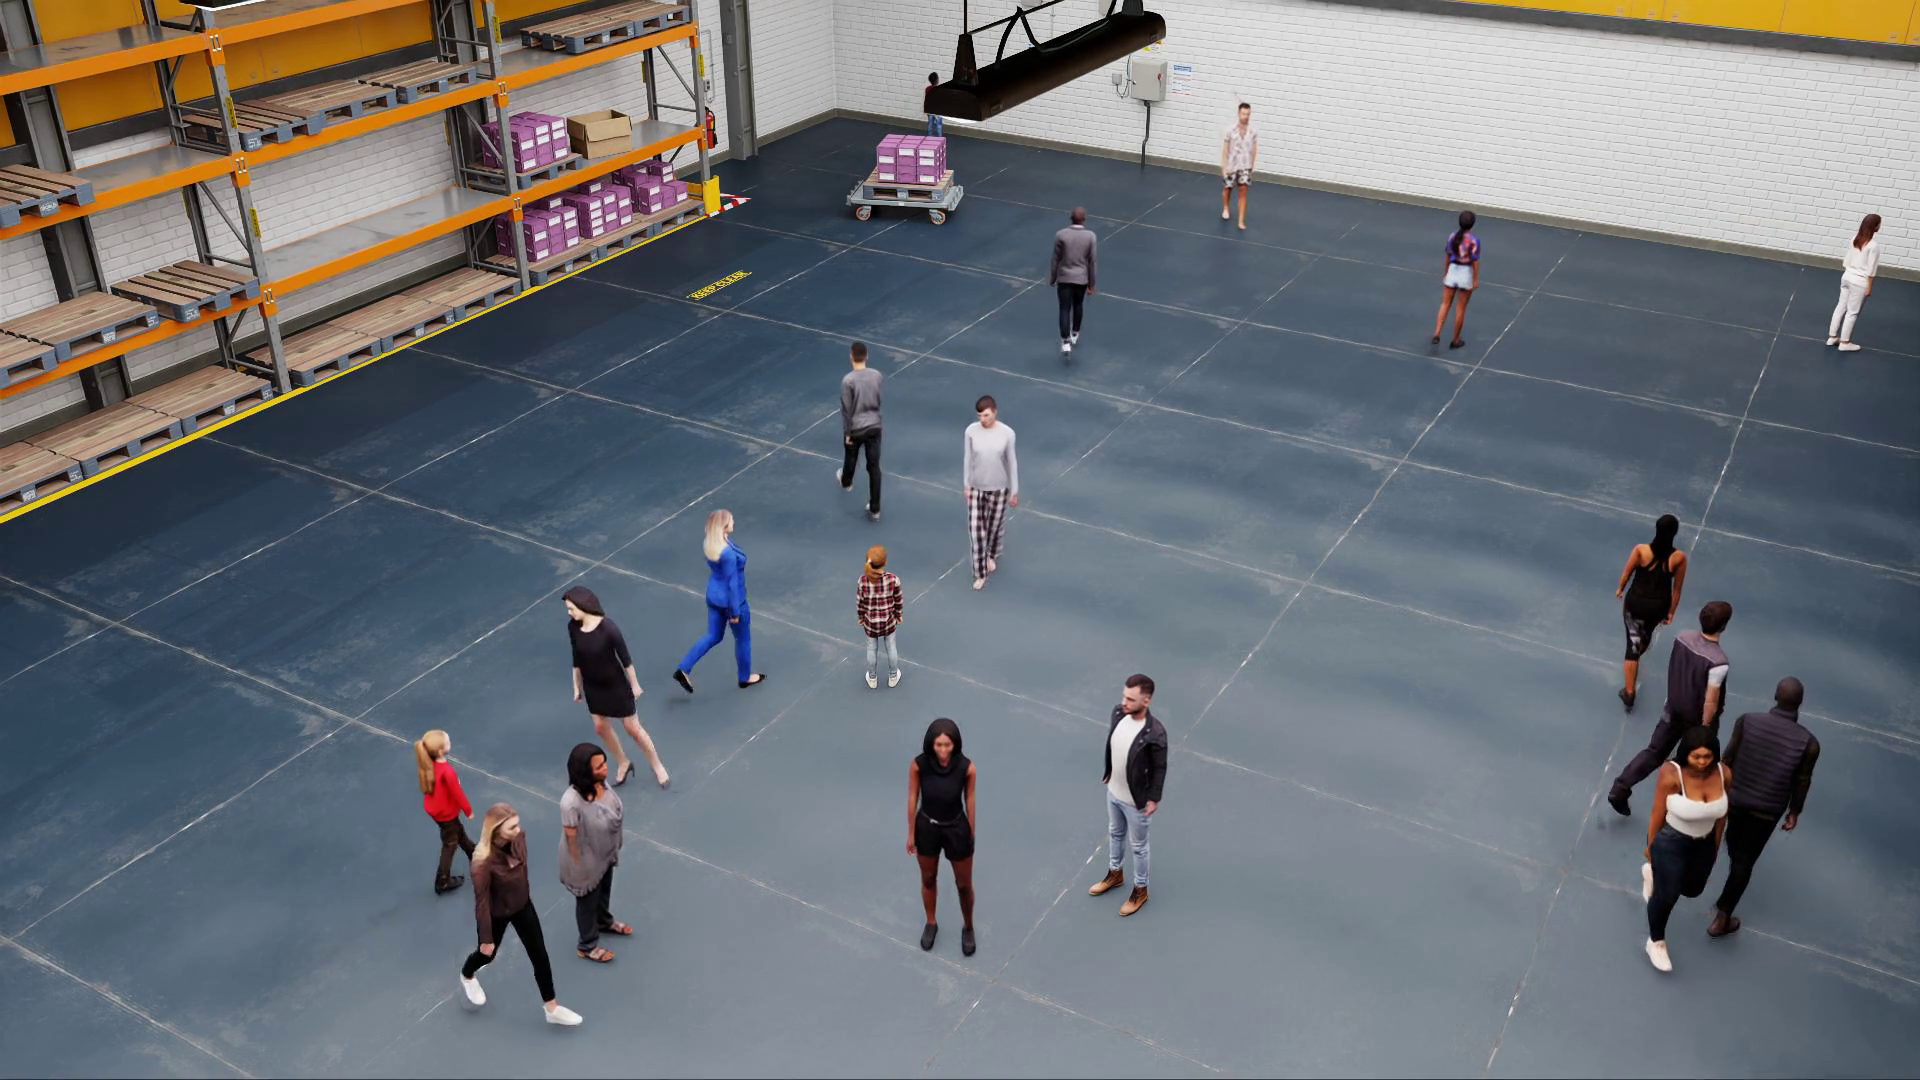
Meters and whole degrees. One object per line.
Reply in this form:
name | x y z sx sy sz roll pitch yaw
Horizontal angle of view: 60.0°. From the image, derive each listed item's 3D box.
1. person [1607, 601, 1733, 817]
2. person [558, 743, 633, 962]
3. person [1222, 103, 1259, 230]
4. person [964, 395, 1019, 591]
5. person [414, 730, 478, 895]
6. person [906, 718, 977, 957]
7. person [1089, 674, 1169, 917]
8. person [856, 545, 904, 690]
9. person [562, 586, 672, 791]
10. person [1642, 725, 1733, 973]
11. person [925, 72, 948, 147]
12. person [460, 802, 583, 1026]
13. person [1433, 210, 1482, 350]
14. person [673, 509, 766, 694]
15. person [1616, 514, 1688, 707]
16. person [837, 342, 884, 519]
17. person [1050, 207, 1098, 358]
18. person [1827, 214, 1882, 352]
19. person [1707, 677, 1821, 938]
person | 5.168 1.264 11.969 1.231 1.820 1.092 -12 31 -20
person | -2.415 2.002 10.838 0.778 1.608 0.683 7 29 12
person | 4.055 -5.529 24.470 1.016 1.774 1.253 1 29 2
person | 0.276 -0.527 15.256 0.911 1.817 1.085 3 29 5
person | -3.572 1.876 11.426 0.616 1.266 0.828 24 36 36
person | -0.128 1.902 10.889 0.710 1.735 0.731 3 29 5
person | 1.160 1.678 11.194 0.695 1.836 0.731 -20 34 -32
person | -0.659 0.629 13.671 0.612 1.306 0.643 -2 29 -3
person | -2.555 1.112 12.308 0.842 1.763 0.661 3 29 6
person | 4.643 1.915 10.809 0.958 1.790 1.089 -2 29 -4
person | -0.429 -7.329 28.312 0.499 1.256 0.478 16 32 27
person | -2.873 2.292 10.252 0.736 1.659 1.061 15 32 25
person | 6.012 -3.135 20.115 0.707 1.742 0.665 -25 37 -38
person | -1.976 0.536 13.451 1.109 1.679 0.889 -17 33 -28
person | 5.548 0.580 13.436 0.796 1.616 1.151 7 29 12
person | -0.907 -1.038 16.300 1.140 1.714 1.141 -11 31 -20
person | 1.340 -3.076 19.954 1.066 1.794 1.243 0 29 -1
person | 10.878 -3.136 20.173 0.739 1.688 0.680 -7 29 -13
person | 5.225 1.811 11.048 0.877 1.743 1.320 25 37 38
